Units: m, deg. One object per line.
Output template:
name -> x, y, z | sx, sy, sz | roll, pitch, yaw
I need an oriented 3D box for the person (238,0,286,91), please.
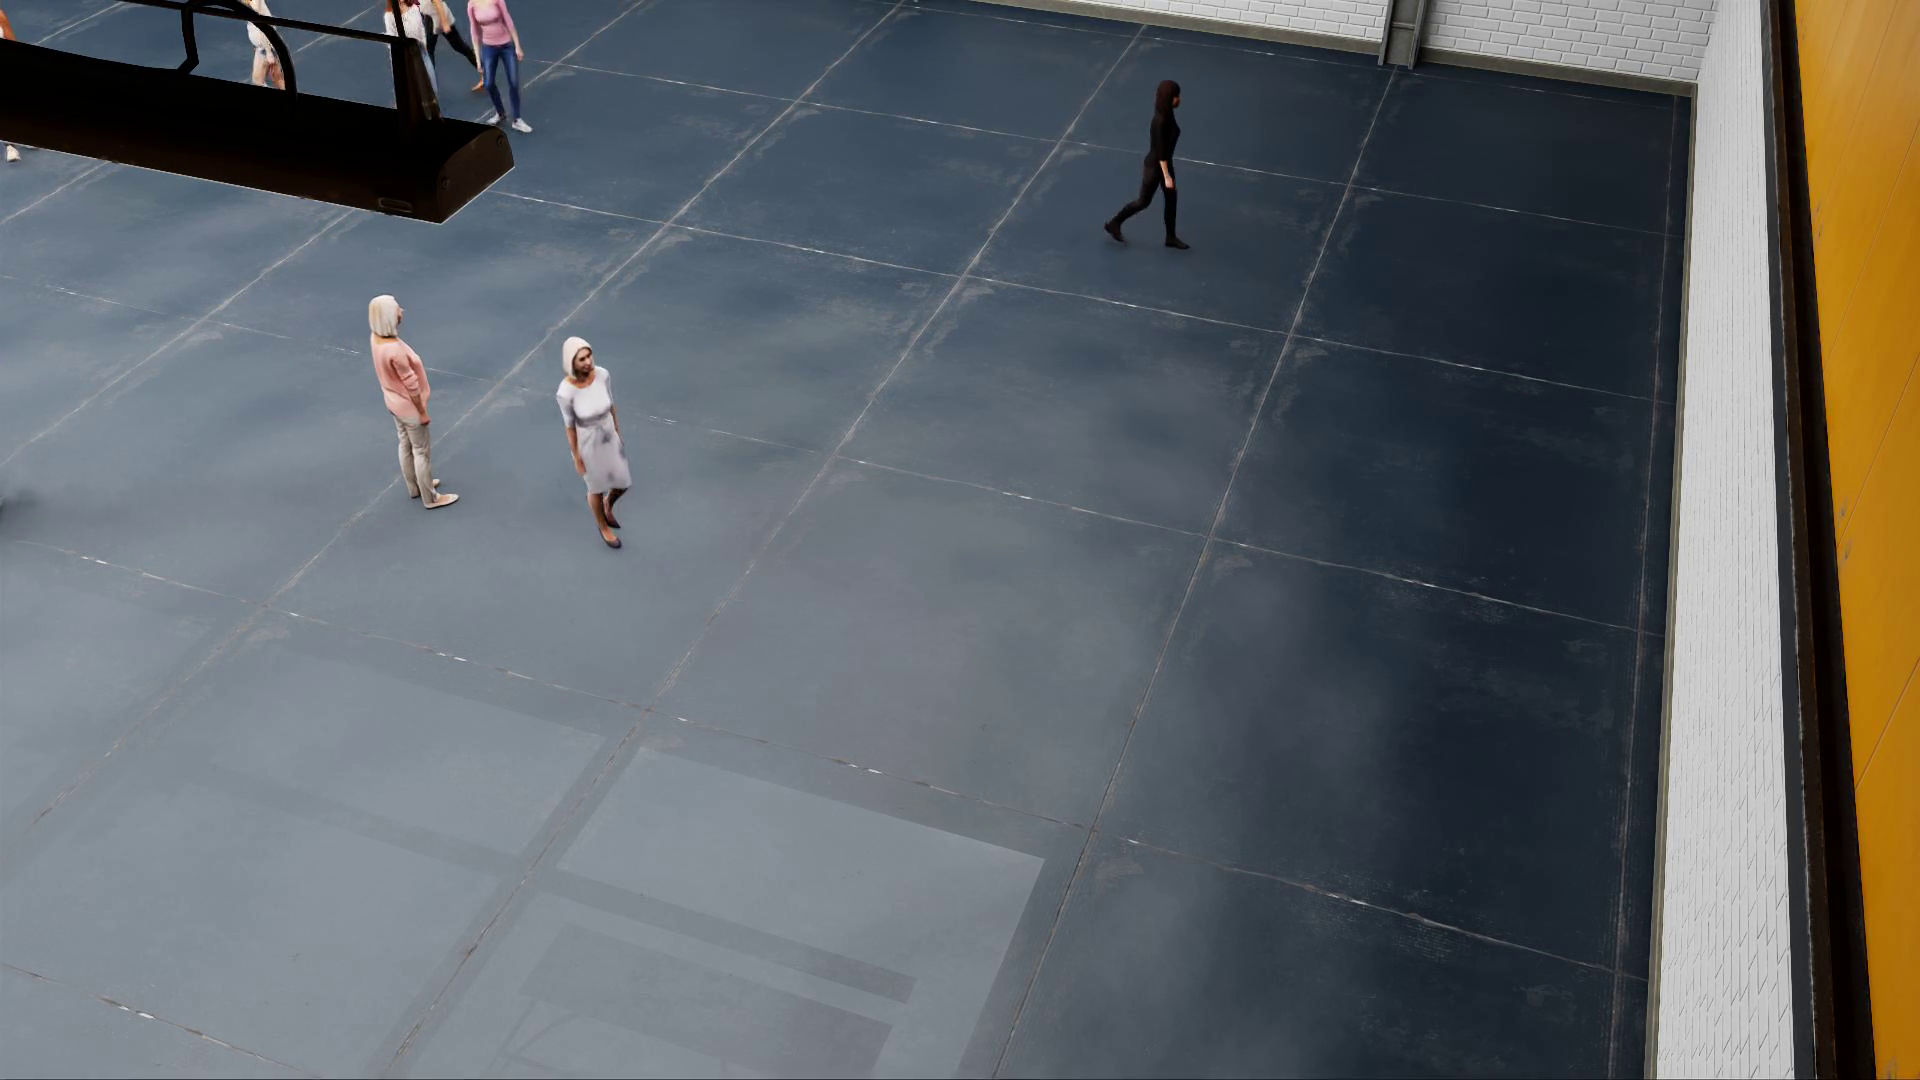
person -> -7.004, -5.039, 17.045 | 0.782, 1.746, 0.732 | -12, 40, -15

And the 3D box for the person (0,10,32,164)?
person -> -9.628, -4.741, 16.644 | 1.024, 1.781, 1.079 | -15, 41, -18

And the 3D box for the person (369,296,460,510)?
person -> -4.003, -0.998, 12.001 | 0.738, 1.725, 0.614 | -30, 47, -32

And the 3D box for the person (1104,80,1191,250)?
person -> 1.710, -3.373, 15.064 | 1.029, 1.615, 0.581 | 15, 41, 17

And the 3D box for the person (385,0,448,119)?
person -> -5.612, -4.883, 16.886 | 0.891, 1.701, 1.093 | -31, 48, -33

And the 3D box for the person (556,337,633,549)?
person -> -2.595, -0.698, 11.616 | 0.737, 1.738, 0.702 | 31, 48, 33

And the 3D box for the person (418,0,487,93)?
person -> -5.446, -5.534, 17.646 | 1.244, 1.770, 1.083 | -11, 40, -14

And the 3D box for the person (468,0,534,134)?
person -> -4.676, -5.022, 17.048 | 0.658, 1.716, 0.824 | -12, 40, -14
